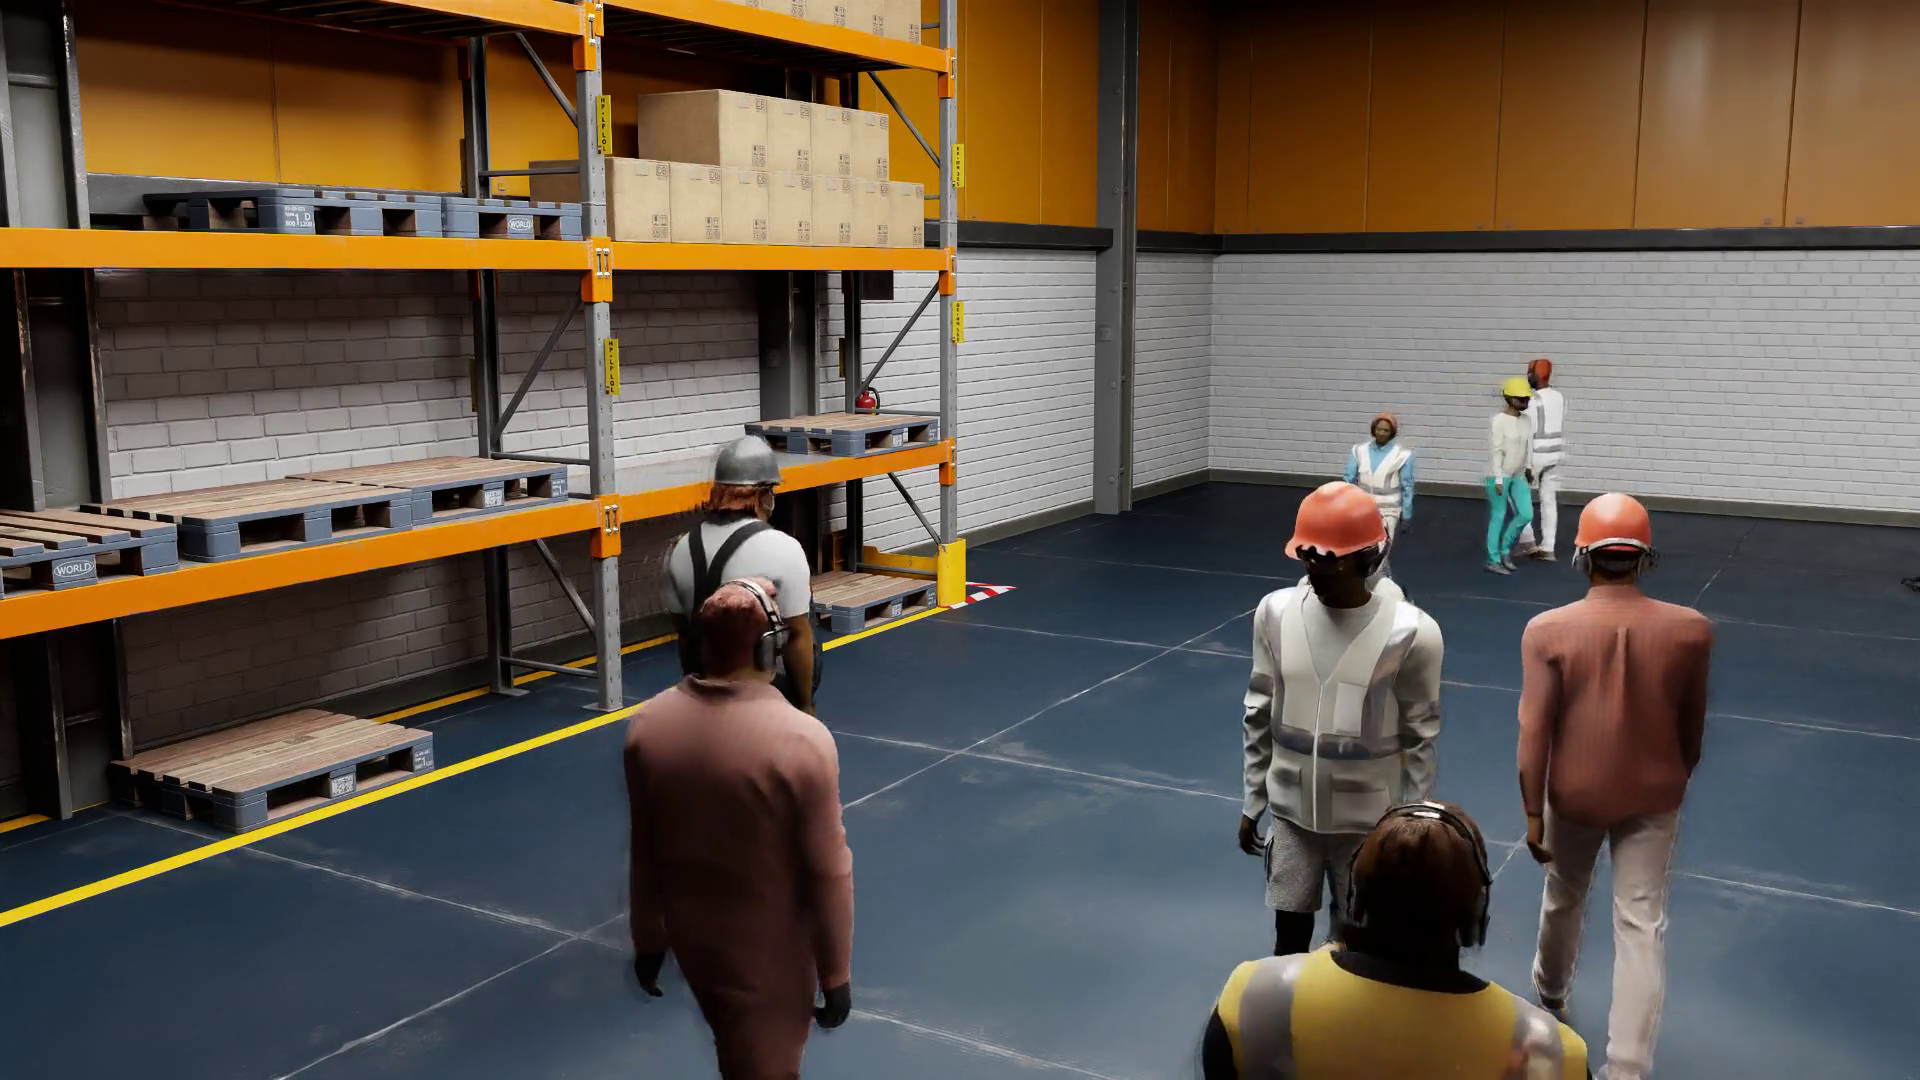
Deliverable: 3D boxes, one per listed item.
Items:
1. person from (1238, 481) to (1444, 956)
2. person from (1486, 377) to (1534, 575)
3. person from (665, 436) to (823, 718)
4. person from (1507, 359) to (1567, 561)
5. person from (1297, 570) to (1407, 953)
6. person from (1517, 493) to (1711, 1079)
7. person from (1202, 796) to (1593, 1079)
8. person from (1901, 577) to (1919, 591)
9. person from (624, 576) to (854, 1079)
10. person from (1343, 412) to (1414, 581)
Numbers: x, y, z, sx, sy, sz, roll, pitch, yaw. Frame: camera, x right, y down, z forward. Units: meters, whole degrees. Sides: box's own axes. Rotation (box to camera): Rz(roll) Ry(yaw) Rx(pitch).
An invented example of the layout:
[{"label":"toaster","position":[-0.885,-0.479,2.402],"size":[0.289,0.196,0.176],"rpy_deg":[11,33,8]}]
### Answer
[{"label":"person","position":[1.128,0.829,5.063],"size":[0.605,2.036,0.393],"rpy_deg":[6,11,33]},{"label":"person","position":[4.817,-0.552,14.590],"size":[0.536,1.751,0.388],"rpy_deg":[-5,11,-30]},{"label":"person","position":[-0.859,0.585,6.571],"size":[0.684,2.000,0.701],"rpy_deg":[8,12,40]},{"label":"person","position":[5.332,-0.738,15.380],"size":[0.575,1.868,0.529],"rpy_deg":[-5,10,-28]},{"label":"person","position":[1.476,0.735,6.294],"size":[0.442,1.826,0.550],"rpy_deg":[-6,11,-31]},{"label":"person","position":[2.133,0.810,5.494],"size":[0.605,1.936,1.044],"rpy_deg":[2,9,12]},{"label":"person","position":[0.675,1.320,2.708],"size":[0.629,1.819,0.848],"rpy_deg":[3,10,18]},{"label":"person","position":[8.457,-0.470,13.702],"size":[1.055,1.874,0.576],"rpy_deg":[2,9,14]},{"label":"person","position":[-0.592,1.037,4.260],"size":[0.657,1.882,0.871],"rpy_deg":[6,11,33]},{"label":"person","position":[3.222,-0.196,12.858],"size":[0.514,1.583,0.903],"rpy_deg":[8,12,40]}]
